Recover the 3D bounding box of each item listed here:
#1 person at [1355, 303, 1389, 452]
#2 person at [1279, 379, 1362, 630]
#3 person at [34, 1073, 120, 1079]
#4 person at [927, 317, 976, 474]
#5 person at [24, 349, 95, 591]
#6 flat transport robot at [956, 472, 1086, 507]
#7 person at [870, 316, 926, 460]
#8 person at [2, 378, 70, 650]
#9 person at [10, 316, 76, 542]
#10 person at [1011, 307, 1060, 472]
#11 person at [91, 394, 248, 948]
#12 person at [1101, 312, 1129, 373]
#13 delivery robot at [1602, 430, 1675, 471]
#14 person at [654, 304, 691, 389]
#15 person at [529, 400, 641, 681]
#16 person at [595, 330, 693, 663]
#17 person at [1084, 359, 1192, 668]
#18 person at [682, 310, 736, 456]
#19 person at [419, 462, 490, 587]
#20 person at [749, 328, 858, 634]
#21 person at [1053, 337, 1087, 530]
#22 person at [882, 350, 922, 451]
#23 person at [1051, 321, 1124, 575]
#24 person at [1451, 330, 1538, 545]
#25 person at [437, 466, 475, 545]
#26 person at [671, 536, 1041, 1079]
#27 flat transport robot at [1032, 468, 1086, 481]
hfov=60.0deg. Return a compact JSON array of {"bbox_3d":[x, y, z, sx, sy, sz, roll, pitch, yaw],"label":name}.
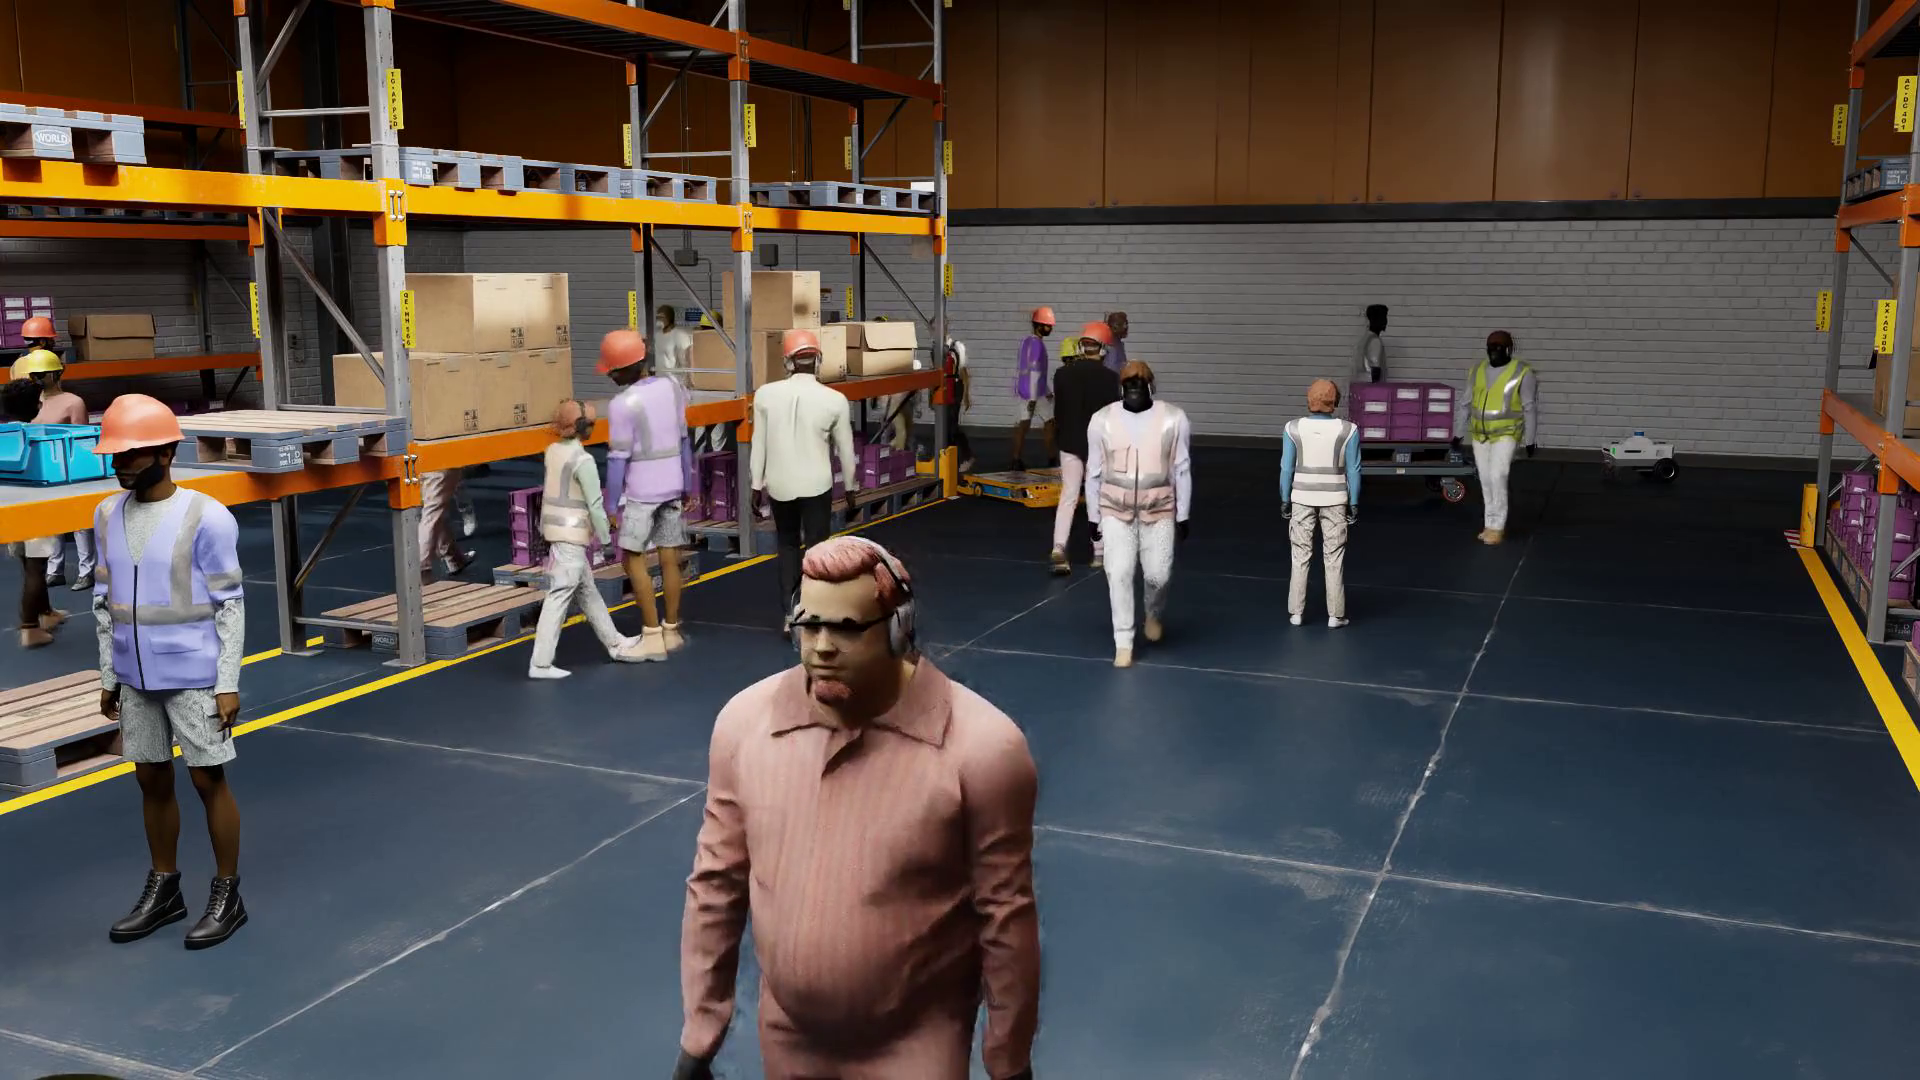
[{"bbox_3d":[4.686,-1.773,19.303,0.727,1.947,0.615,0,9,-2],"label":"person"},{"bbox_3d":[2.347,-0.230,10.855,0.525,1.636,0.307,4,10,21],"label":"person"},{"bbox_3d":[-0.532,1.241,1.060,0.359,1.930,0.587,3,10,17],"label":"person"},{"bbox_3d":[-0.130,-1.620,18.755,0.546,1.815,0.461,8,13,41],"label":"person"},{"bbox_3d":[-6.581,-0.500,12.104,0.533,1.767,0.326,2,10,11],"label":"person"},{"bbox_3d":[0.624,-0.525,16.775,0.652,0.197,1.431,-6,11,-33],"label":"flat transport robot"},{"bbox_3d":[-0.752,-1.688,19.200,0.954,1.815,0.556,-8,13,-42],"label":"person"},{"bbox_3d":[-5.787,-0.184,10.487,0.544,1.664,0.769,1,9,6],"label":"person"},{"bbox_3d":[-7.825,-0.937,14.229,0.546,1.939,0.375,5,11,28],"label":"person"},{"bbox_3d":[0.945,-1.661,18.734,0.855,1.891,0.534,-3,10,-16],"label":"person"},{"bbox_3d":[-2.757,0.461,5.760,0.551,1.934,0.373,2,10,13],"label":"person"},{"bbox_3d":[1.733,-1.600,18.510,1.002,1.848,0.667,2,10,11],"label":"person"},{"bbox_3d":[7.450,-0.962,18.279,0.707,0.478,0.477,0,9,0],"label":"delivery robot"},{"bbox_3d":[-3.388,-1.765,19.310,0.458,1.923,0.632,-8,12,-40],"label":"person"},{"bbox_3d":[-2.169,-0.007,9.617,0.820,1.596,0.519,-6,11,-34],"label":"person"},{"bbox_3d":[-1.869,-0.264,10.021,0.393,1.992,0.712,6,11,33],"label":"person"},{"bbox_3d":[1.059,-0.173,9.938,0.640,1.821,0.584,2,9,9],"label":"person"},{"bbox_3d":[-2.477,-1.325,16.624,0.594,1.922,0.387,5,10,26],"label":"person"},{"bbox_3d":[-3.839,-0.593,12.389,0.644,1.862,0.948,4,10,25],"label":"person"},{"bbox_3d":[-0.970,-0.331,10.403,0.634,1.977,0.488,1,9,9],"label":"person"},{"bbox_3d":[1.113,-0.958,14.965,0.558,1.736,0.745,6,11,32],"label":"person"},{"bbox_3d":[-0.708,-1.476,18.504,0.507,1.603,0.664,-9,13,-44],"label":"person"},{"bbox_3d":[0.959,-0.710,12.832,0.595,1.954,0.964,3,10,20],"label":"person"},{"bbox_3d":[4.534,-0.871,14.193,0.640,1.819,0.642,-8,12,-39],"label":"person"},{"bbox_3d":[-4.393,-0.822,14.136,0.508,1.730,0.435,2,10,13],"label":"person"},{"bbox_3d":[-0.224,0.933,3.055,0.665,1.886,0.688,4,10,24],"label":"person"},{"bbox_3d":[1.344,-0.654,17.552,1.431,0.197,0.652,-6,11,-32],"label":"flat transport robot"}]
